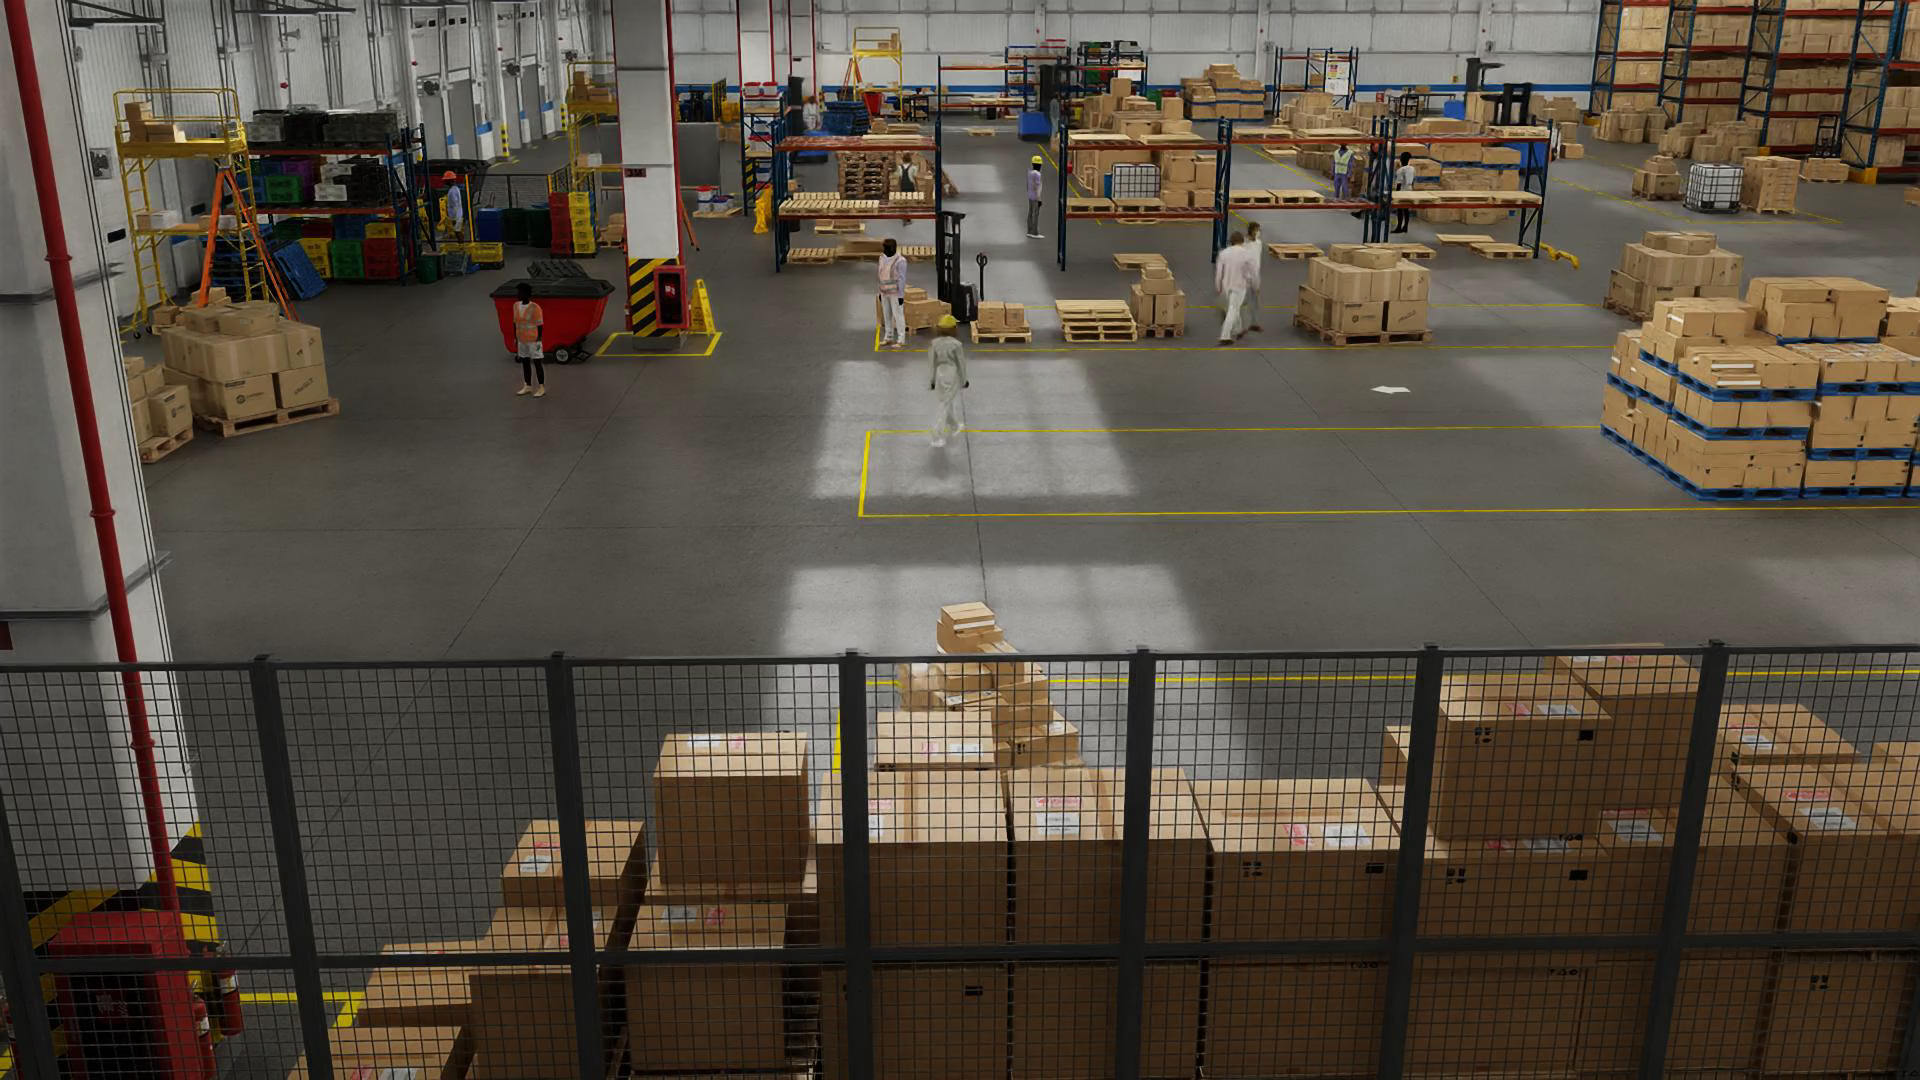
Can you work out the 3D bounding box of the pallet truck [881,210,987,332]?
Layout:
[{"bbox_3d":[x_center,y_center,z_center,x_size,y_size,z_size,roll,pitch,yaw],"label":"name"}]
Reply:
[{"bbox_3d":[-0.493,-4.759,29.349,1.885,1.965,0.823,-13,23,-34],"label":"pallet truck"}]

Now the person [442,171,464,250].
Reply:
[{"bbox_3d":[-11.052,-7.086,36.345,0.378,1.938,0.547,-4,19,-10],"label":"person"}]

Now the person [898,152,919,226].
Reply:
[{"bbox_3d":[-1.319,-8.725,41.383,0.525,1.827,0.744,7,20,19],"label":"person"}]

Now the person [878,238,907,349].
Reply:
[{"bbox_3d":[-1.140,-4.103,27.666,0.430,1.835,0.623,-16,24,-39],"label":"person"}]

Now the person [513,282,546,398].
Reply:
[{"bbox_3d":[-6.338,-2.937,24.407,0.542,1.695,0.316,10,21,27],"label":"person"}]

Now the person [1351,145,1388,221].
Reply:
[{"bbox_3d":[10.566,-9.120,42.471,1.014,1.878,0.568,15,24,37],"label":"person"}]

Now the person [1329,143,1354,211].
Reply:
[{"bbox_3d":[10.138,-9.707,44.148,0.591,1.921,0.392,16,24,39],"label":"person"}]

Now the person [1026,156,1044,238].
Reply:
[{"bbox_3d":[1.793,-8.146,39.506,0.370,1.925,0.594,-8,20,-22],"label":"person"}]

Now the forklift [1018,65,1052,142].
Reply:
[{"bbox_3d":[3.207,-16.537,62.930,1.873,2.768,1.129,-3,19,-8],"label":"forklift"}]

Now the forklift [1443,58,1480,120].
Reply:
[{"bbox_3d":[21.021,-18.416,68.505,1.873,2.768,1.129,10,21,28],"label":"forklift"}]

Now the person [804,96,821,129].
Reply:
[{"bbox_3d":[-5.433,-15.434,61.291,0.583,1.824,1.014,-13,23,-34],"label":"person"}]

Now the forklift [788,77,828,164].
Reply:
[{"bbox_3d":[-5.414,-13.916,55.155,1.873,2.768,1.129,-6,19,-16],"label":"forklift"}]

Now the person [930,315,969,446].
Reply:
[{"bbox_3d":[-0.151,-2.129,22.005,0.484,1.696,0.916,13,23,35],"label":"person"}]

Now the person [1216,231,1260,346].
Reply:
[{"bbox_3d":[4.639,-4.234,27.983,0.648,1.877,0.992,16,24,39],"label":"person"}]

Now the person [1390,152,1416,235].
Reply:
[{"bbox_3d":[10.677,-8.358,40.075,0.606,1.966,0.367,-15,24,-37],"label":"person"}]

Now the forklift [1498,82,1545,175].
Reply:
[{"bbox_3d":[17.395,-12.933,52.237,1.129,2.768,1.873,-10,21,-26],"label":"forklift"}]

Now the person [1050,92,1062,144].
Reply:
[{"bbox_3d":[3.633,-15.721,61.992,0.660,1.916,0.631,-5,19,-15],"label":"person"}]

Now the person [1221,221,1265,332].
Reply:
[{"bbox_3d":[4.994,-4.597,28.989,0.723,1.923,0.635,17,25,42],"label":"person"}]

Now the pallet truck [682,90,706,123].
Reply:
[{"bbox_3d":[-9.671,-15.907,62.421,0.823,1.965,1.885,5,19,15],"label":"pallet truck"}]

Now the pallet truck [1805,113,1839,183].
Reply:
[{"bbox_3d":[26.403,-11.957,50.702,0.823,1.965,1.885,6,19,16],"label":"pallet truck"}]
